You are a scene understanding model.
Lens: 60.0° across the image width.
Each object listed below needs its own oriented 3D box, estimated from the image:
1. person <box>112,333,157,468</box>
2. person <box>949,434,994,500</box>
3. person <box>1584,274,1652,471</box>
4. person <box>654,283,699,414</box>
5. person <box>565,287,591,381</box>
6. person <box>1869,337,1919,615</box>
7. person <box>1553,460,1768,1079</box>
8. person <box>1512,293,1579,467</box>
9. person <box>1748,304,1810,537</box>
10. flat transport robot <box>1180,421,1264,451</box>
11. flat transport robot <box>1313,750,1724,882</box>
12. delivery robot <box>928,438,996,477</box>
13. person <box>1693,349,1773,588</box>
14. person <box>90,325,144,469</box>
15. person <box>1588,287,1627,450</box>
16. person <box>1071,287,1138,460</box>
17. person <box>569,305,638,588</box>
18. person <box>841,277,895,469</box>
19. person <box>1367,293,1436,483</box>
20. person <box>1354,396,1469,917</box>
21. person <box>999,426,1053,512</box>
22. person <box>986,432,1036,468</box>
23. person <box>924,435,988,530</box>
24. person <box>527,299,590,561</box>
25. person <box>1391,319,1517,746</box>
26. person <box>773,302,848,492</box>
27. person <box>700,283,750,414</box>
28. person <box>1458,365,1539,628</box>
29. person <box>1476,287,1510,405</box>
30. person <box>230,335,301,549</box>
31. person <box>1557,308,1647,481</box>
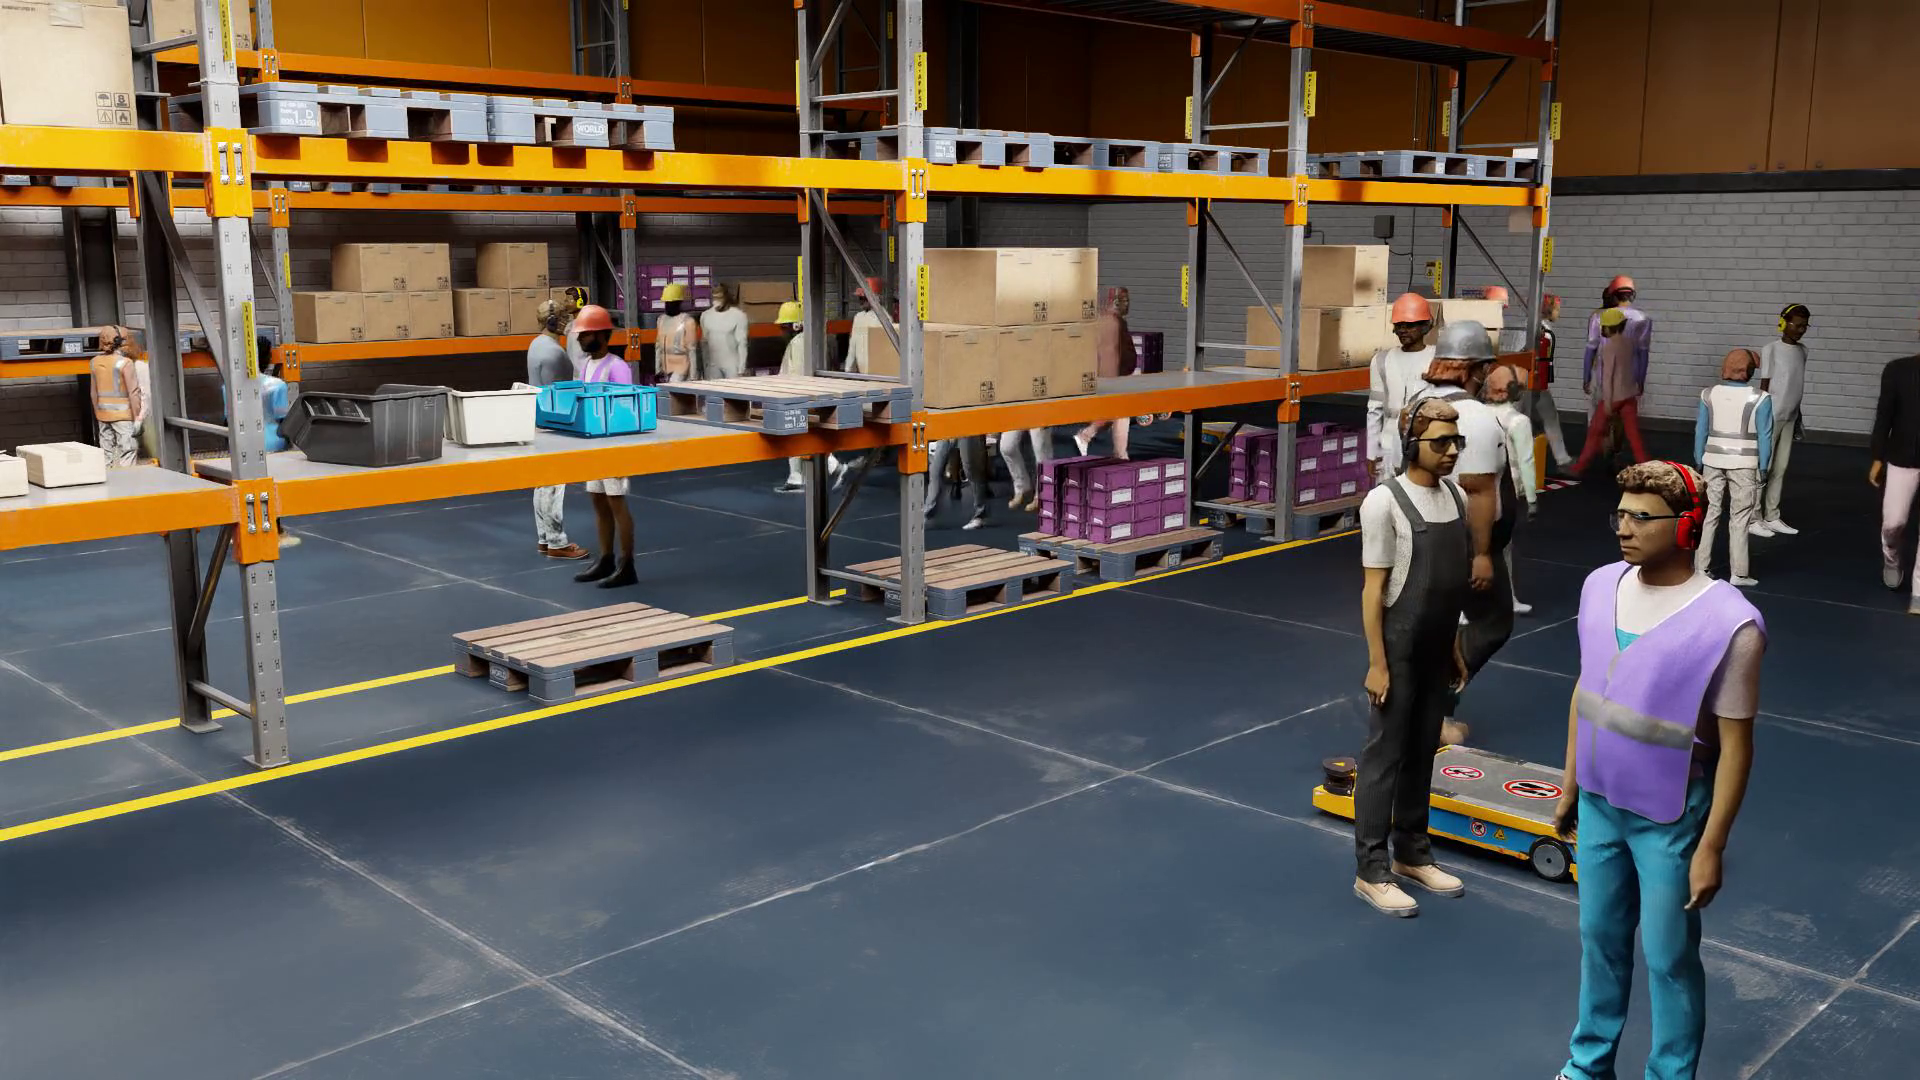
[{"bbox_3d":[-7.183,-1.020,14.443,0.497,1.586,0.850,3,11,17],"label":"person"},{"bbox_3d":[0.079,-1.324,15.174,0.542,1.928,0.374,1,10,8],"label":"person"},{"bbox_3d":[6.661,-1.677,16.875,0.613,2.022,0.795,3,11,14],"label":"person"},{"bbox_3d":[-3.096,-1.915,18.515,0.606,1.894,0.889,10,14,43],"label":"person"},{"bbox_3d":[-3.972,-1.697,17.363,0.329,1.872,0.509,-7,13,-34],"label":"person"},{"bbox_3d":[6.211,-0.531,10.720,0.625,1.979,0.721,5,11,25],"label":"person"},{"bbox_3d":[1.791,0.706,4.324,0.390,1.846,0.564,-4,11,-23],"label":"person"},{"bbox_3d":[5.836,-1.569,16.811,1.009,1.830,0.594,-1,10,-4],"label":"person"},{"bbox_3d":[6.604,-0.959,13.358,0.520,1.865,0.332,-5,12,-26],"label":"person"},{"bbox_3d":[3.077,-1.191,18.966,0.652,0.197,1.431,-3,11,-14],"label":"flat transport robot"},{"bbox_3d":[2.201,1.069,6.644,0.652,0.197,1.431,-10,14,-44],"label":"flat transport robot"},{"bbox_3d":[0.028,-0.865,16.159,0.477,0.478,0.707,10,14,43],"label":"delivery robot"},{"bbox_3d":[5.305,-0.494,11.441,0.311,1.636,0.523,-9,13,-39],"label":"person"},{"bbox_3d":[-7.255,-1.028,14.345,0.520,1.639,0.312,4,11,23],"label":"person"},{"bbox_3d":[7.333,-1.943,18.782,0.429,1.844,0.627,-2,11,-9],"label":"person"},{"bbox_3d":[1.534,-1.651,17.068,0.664,1.888,0.650,0,10,0],"label":"person"},{"bbox_3d":[-2.458,-0.638,11.404,0.374,1.935,0.551,-9,14,-40],"label":"person"},{"bbox_3d":[-1.004,-1.729,17.273,0.767,1.967,0.623,-7,12,-32],"label":"person"},{"bbox_3d":[2.951,-0.599,10.944,0.607,2.039,0.398,7,13,35],"label":"person"},{"bbox_3d":[1.633,0.407,5.959,0.506,1.846,0.345,-8,13,-38],"label":"person"},{"bbox_3d":[0.608,-1.148,14.486,0.647,1.822,0.451,9,13,39],"label":"person"},{"bbox_3d":[0.583,-1.632,17.065,0.938,1.864,0.647,-6,12,-30],"label":"person"},{"bbox_3d":[-0.101,-0.855,13.504,0.784,1.600,0.511,-6,12,-31],"label":"person"},{"bbox_3d":[-3.022,-0.819,12.386,0.370,1.940,0.627,-5,11,-24],"label":"person"},{"bbox_3d":[2.313,-0.021,7.756,0.536,2.000,0.708,-3,11,-18],"label":"person"},{"bbox_3d":[-1.399,-1.303,15.413,0.636,1.804,0.633,0,10,-2],"label":"person"},{"bbox_3d":[-2.631,-1.964,18.812,0.631,1.886,1.046,4,11,19],"label":"person"},{"bbox_3d":[3.383,-0.263,10.219,0.737,1.610,0.547,-3,11,-17],"label":"person"},{"bbox_3d":[5.533,-1.740,17.608,0.990,1.859,0.557,5,11,25],"label":"person"},{"bbox_3d":[-5.274,-0.700,12.476,0.536,1.671,0.786,4,11,19],"label":"person"},{"bbox_3d":[6.262,-1.362,15.976,0.529,1.710,0.954,-7,12,-33],"label":"person"}]
